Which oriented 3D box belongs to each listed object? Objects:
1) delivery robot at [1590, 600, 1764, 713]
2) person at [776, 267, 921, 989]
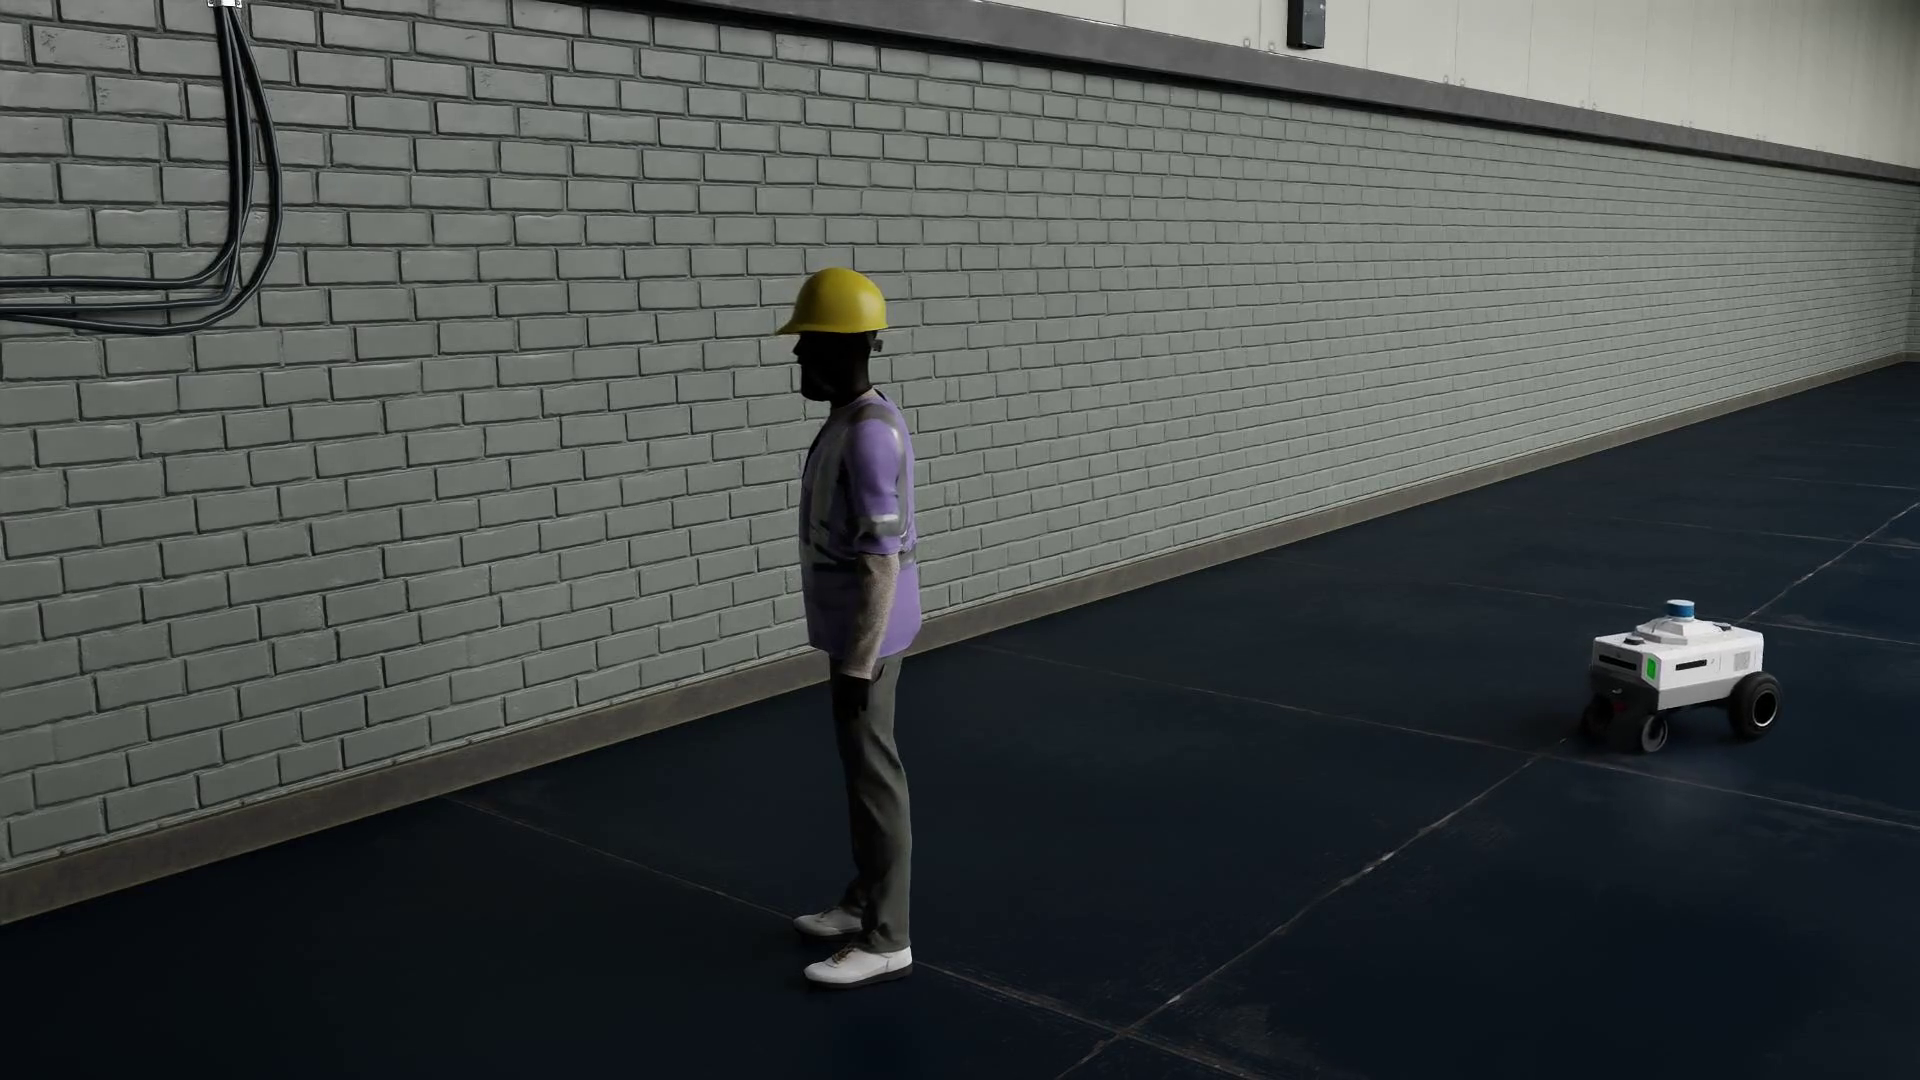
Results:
[{"bbox_3d":[2.924,0.488,6.786,0.707,0.478,0.477,-5,12,-27],"label":"delivery robot"},{"bbox_3d":[-0.294,0.238,4.505,0.374,1.928,0.584,-1,10,-7],"label":"person"}]
